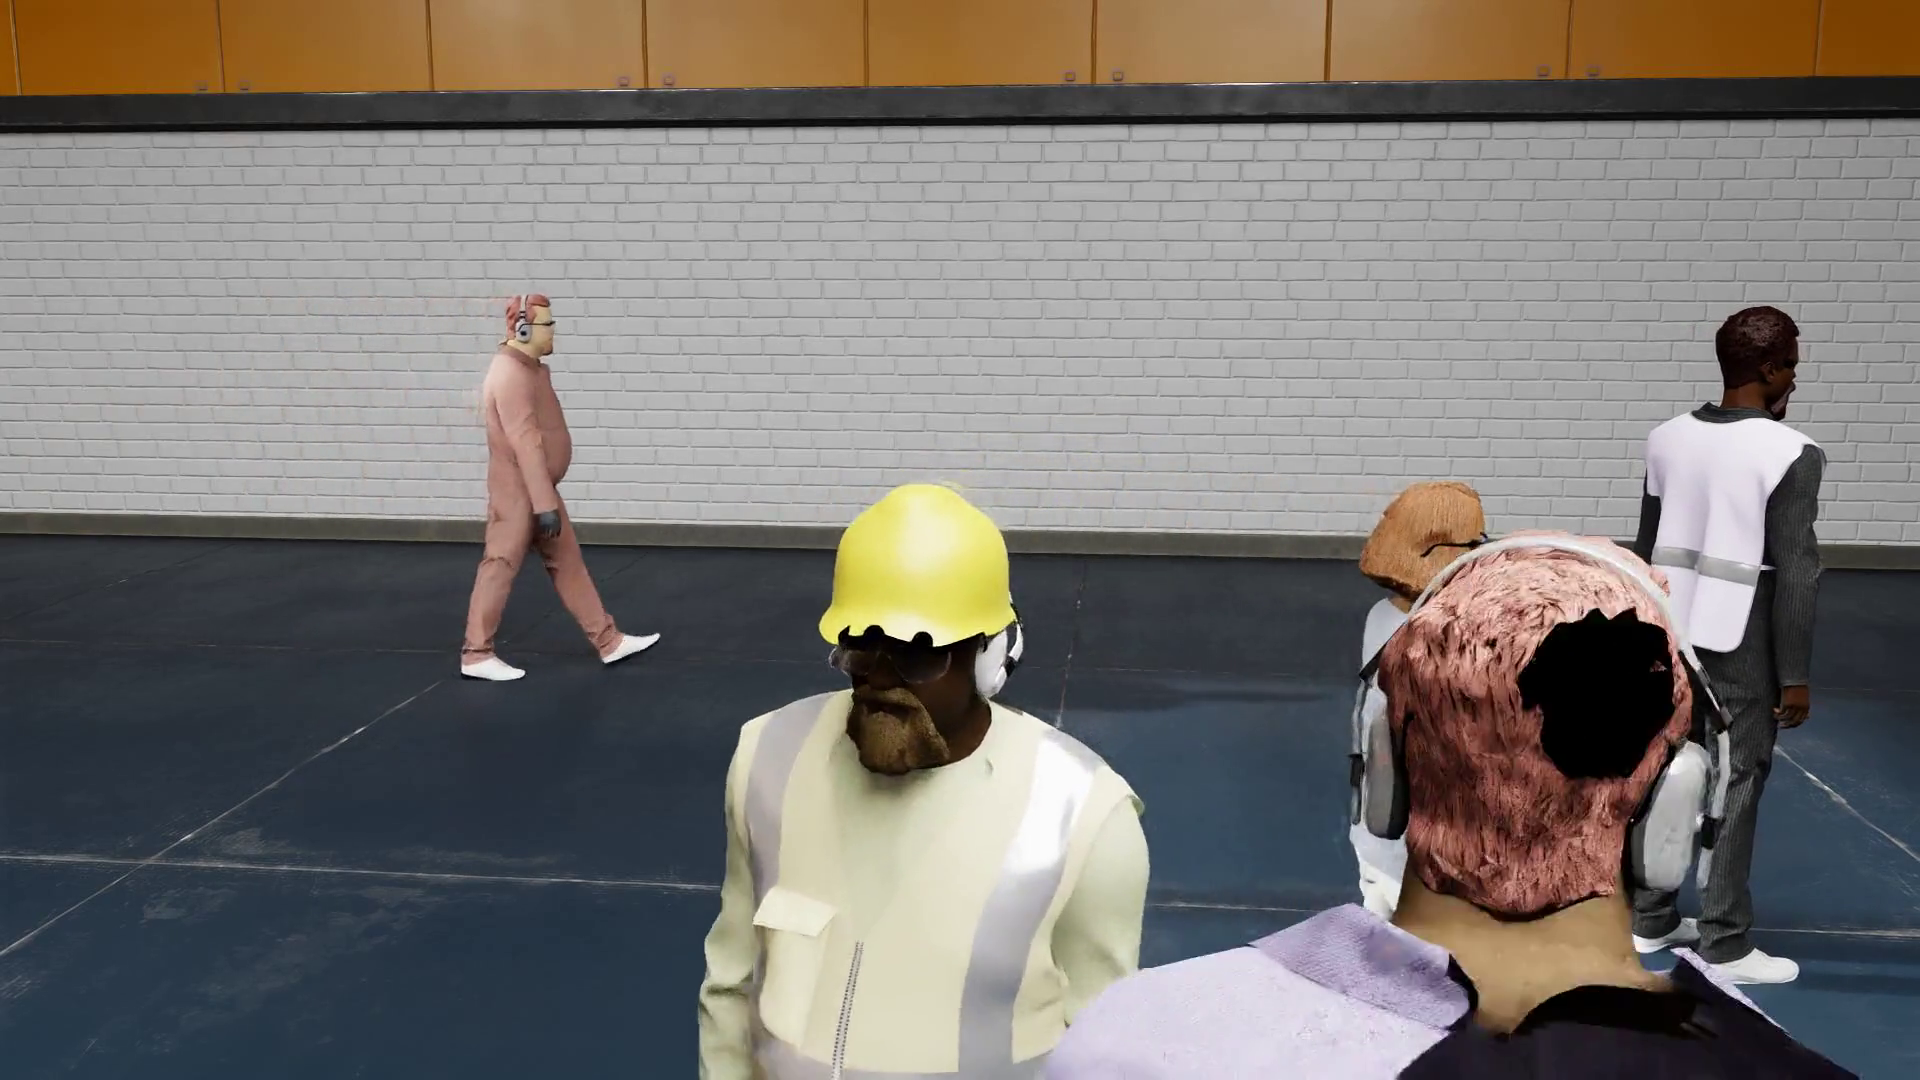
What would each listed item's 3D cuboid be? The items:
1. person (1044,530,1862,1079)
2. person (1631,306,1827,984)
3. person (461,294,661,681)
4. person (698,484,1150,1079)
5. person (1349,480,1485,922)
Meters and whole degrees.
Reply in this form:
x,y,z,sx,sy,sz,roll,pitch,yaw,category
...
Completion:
x,y,z,sx,sy,sz,roll,pitch,yaw,category
0.383,0.922,1.295,0.647,1.887,0.658,3,10,18,person
2.161,0.300,4.743,0.386,1.918,0.590,-4,11,-20,person
-1.967,-0.234,7.966,0.993,1.852,0.665,-1,10,-7,person
-0.030,0.794,2.259,0.588,1.801,0.840,5,11,26,person
0.890,0.669,3.516,0.673,1.614,0.503,0,10,1,person
